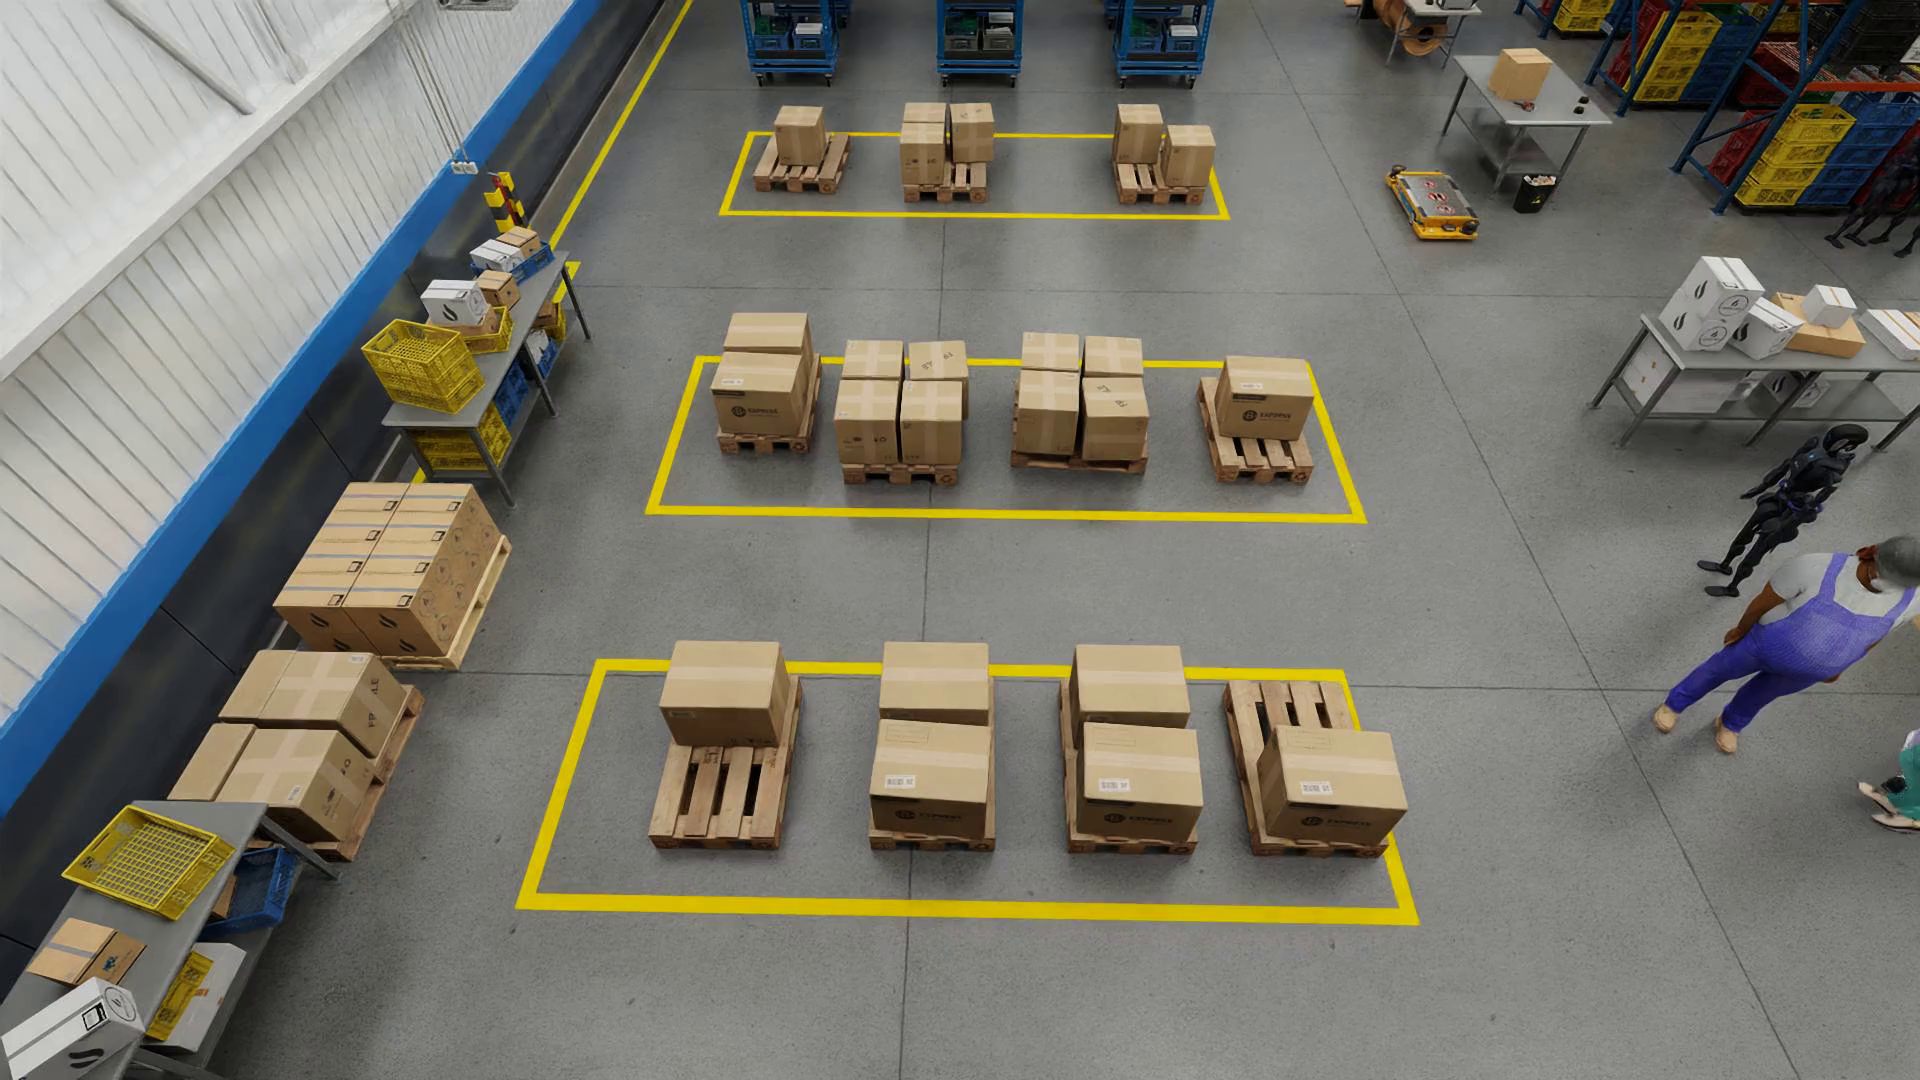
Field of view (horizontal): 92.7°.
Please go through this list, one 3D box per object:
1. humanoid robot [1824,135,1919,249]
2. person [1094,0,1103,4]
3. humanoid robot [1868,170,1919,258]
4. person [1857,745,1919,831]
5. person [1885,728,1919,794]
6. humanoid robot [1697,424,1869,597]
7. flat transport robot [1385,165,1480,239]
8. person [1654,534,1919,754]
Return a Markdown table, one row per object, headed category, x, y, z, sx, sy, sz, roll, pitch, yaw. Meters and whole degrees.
| category | x | y | z | sx | sy | sz | roll | pitch | yaw |
| --- | --- | --- | --- | --- | --- | --- | --- | --- | --- |
| humanoid robot | 10.332 | -3.987 | 10.052 | 0.570 | 1.651 | 0.322 | -7 | 50 | -6 |
| person | 2.503 | -9.847 | 14.990 | 0.344 | 1.878 | 0.585 | 21 | 52 | 18 |
| humanoid robot | 10.718 | -3.911 | 9.987 | 0.372 | 1.649 | 0.562 | -15 | 51 | -13 |
| person | 6.166 | 1.169 | 5.544 | 0.550 | 1.739 | 0.406 | -24 | 53 | -19 |
| person | 6.476 | 0.946 | 5.641 | 0.769 | 1.893 | 0.610 | -23 | 53 | -19 |
| humanoid robot | 6.085 | -0.230 | 6.799 | 0.332 | 1.651 | 0.577 | 13 | 50 | 11 |
| flat transport robot | 5.692 | -4.094 | 11.059 | 0.652 | 0.197 | 1.431 | 1 | 49 | 1 |
| person | 5.257 | 0.687 | 5.768 | 0.678 | 2.000 | 0.537 | 21 | 52 | 17 |
